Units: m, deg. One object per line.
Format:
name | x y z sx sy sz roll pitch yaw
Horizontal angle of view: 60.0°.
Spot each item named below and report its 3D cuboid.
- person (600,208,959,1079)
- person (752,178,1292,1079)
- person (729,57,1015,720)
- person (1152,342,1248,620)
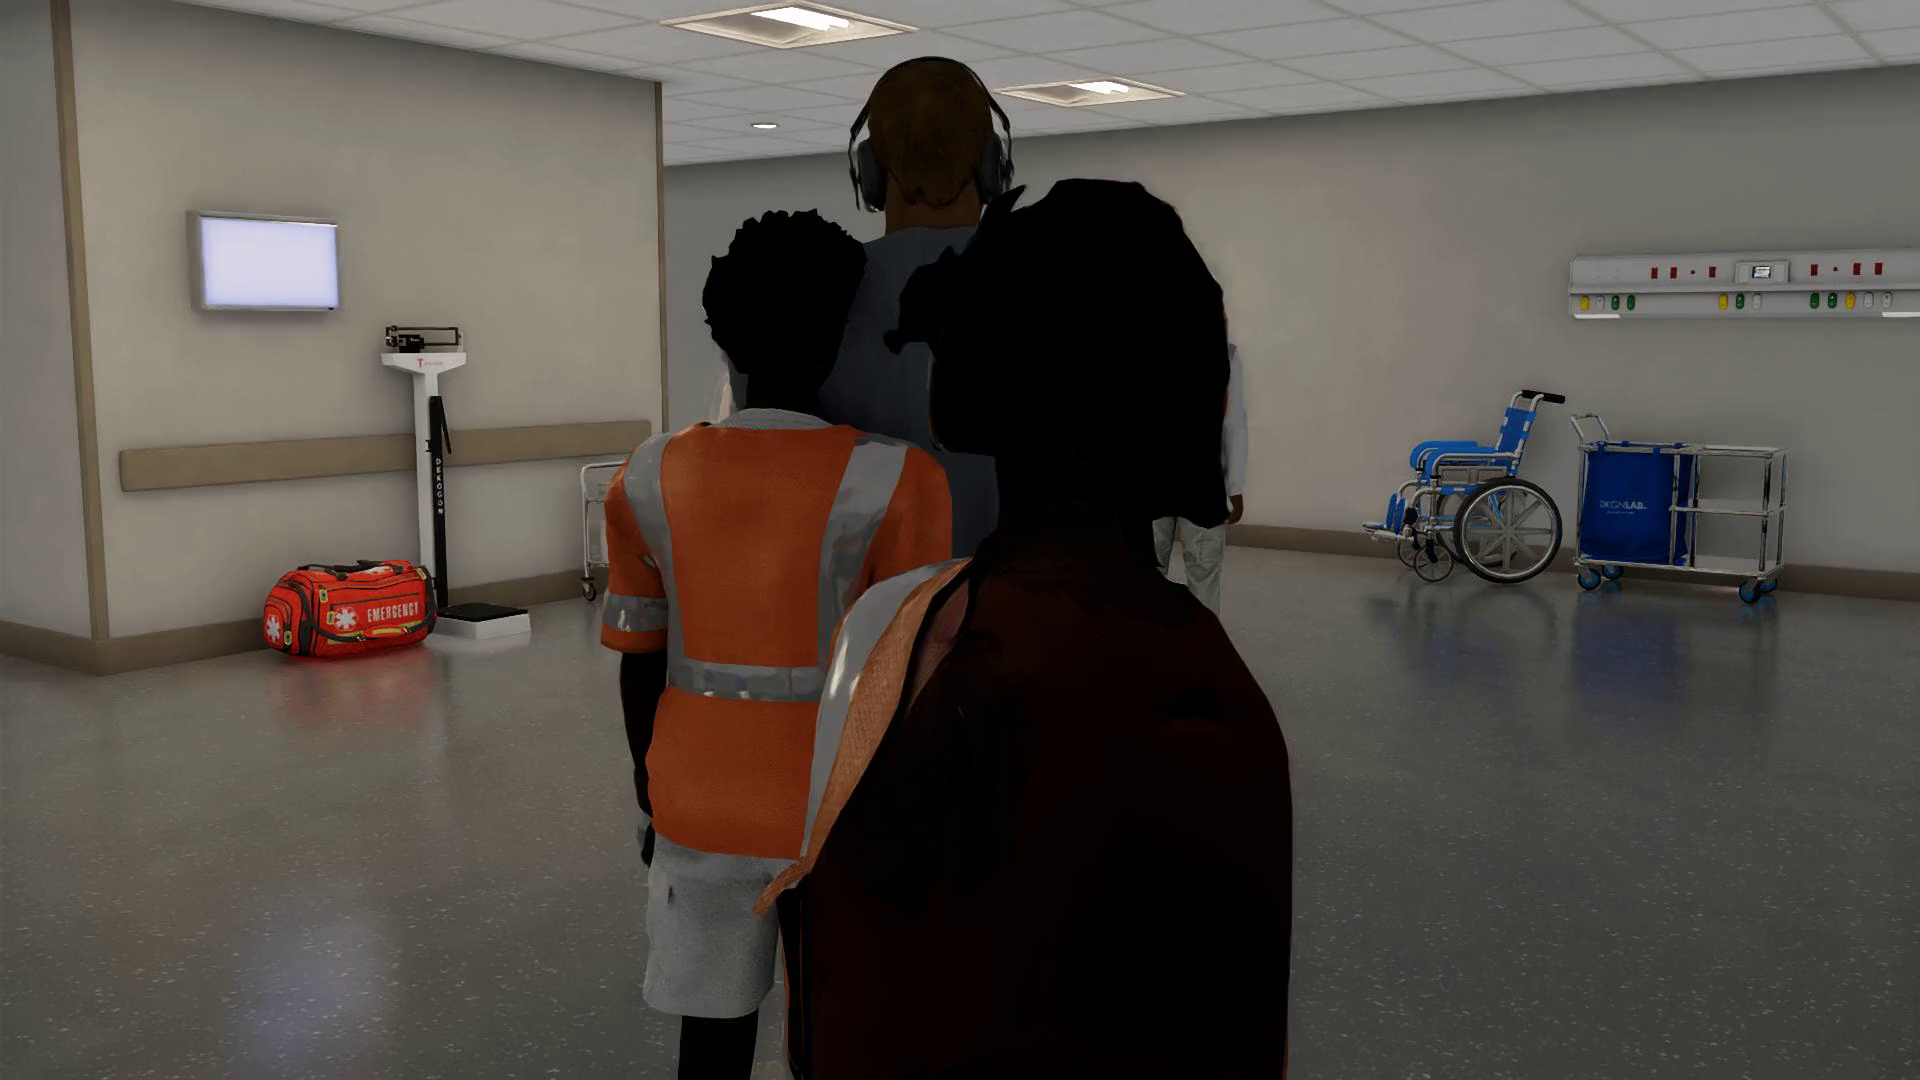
person | -0.236 0.395 2.344 0.541 1.696 0.316 2 8 19
person | 0.059 0.582 1.054 0.308 1.645 0.515 -6 9 -38
person | -0.028 0.258 2.508 0.627 1.934 0.370 -2 7 -13
person | 0.926 -0.253 7.017 0.588 1.833 0.404 3 8 21
